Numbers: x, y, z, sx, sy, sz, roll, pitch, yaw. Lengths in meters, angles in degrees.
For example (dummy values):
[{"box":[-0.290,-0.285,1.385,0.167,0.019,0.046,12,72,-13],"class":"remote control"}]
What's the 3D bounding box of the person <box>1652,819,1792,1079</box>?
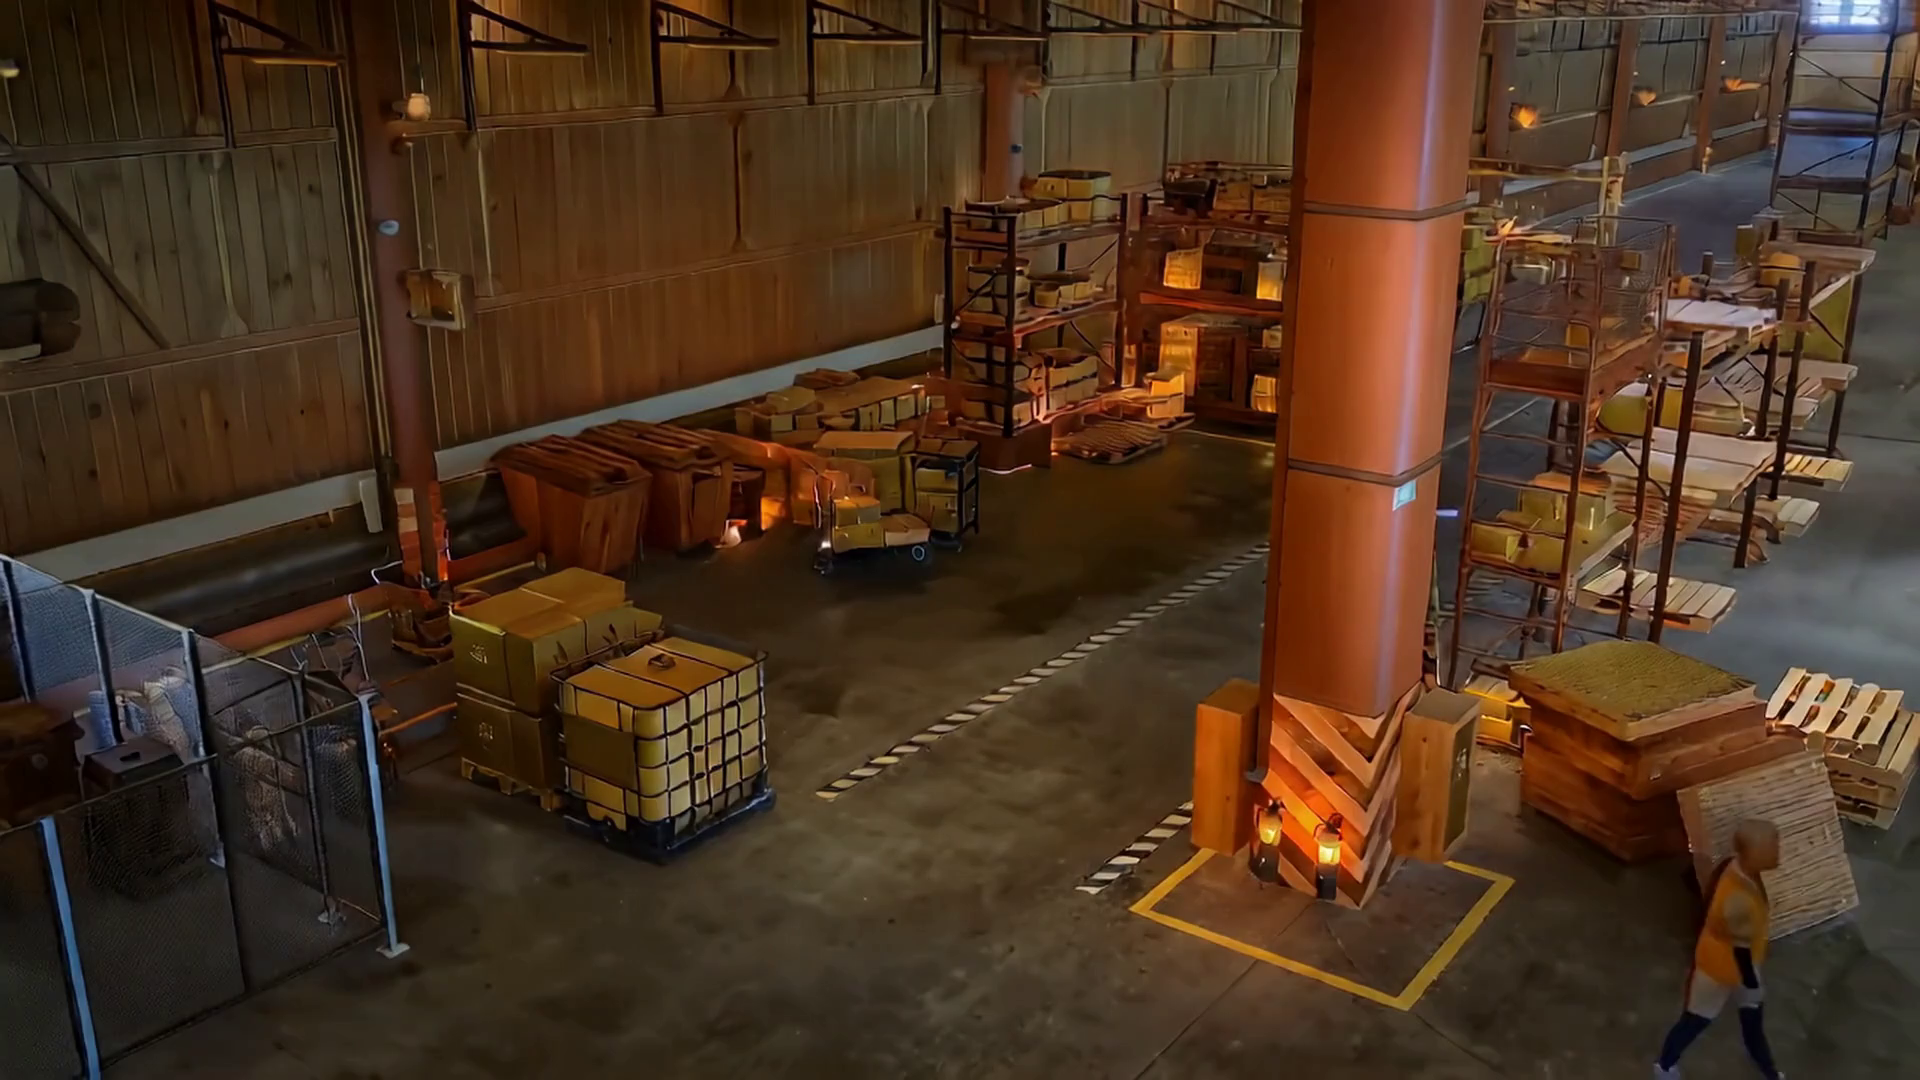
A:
[{"box":[4.139,2.240,8.691,0.859,1.655,0.546,10,21,28],"class":"person"}]
